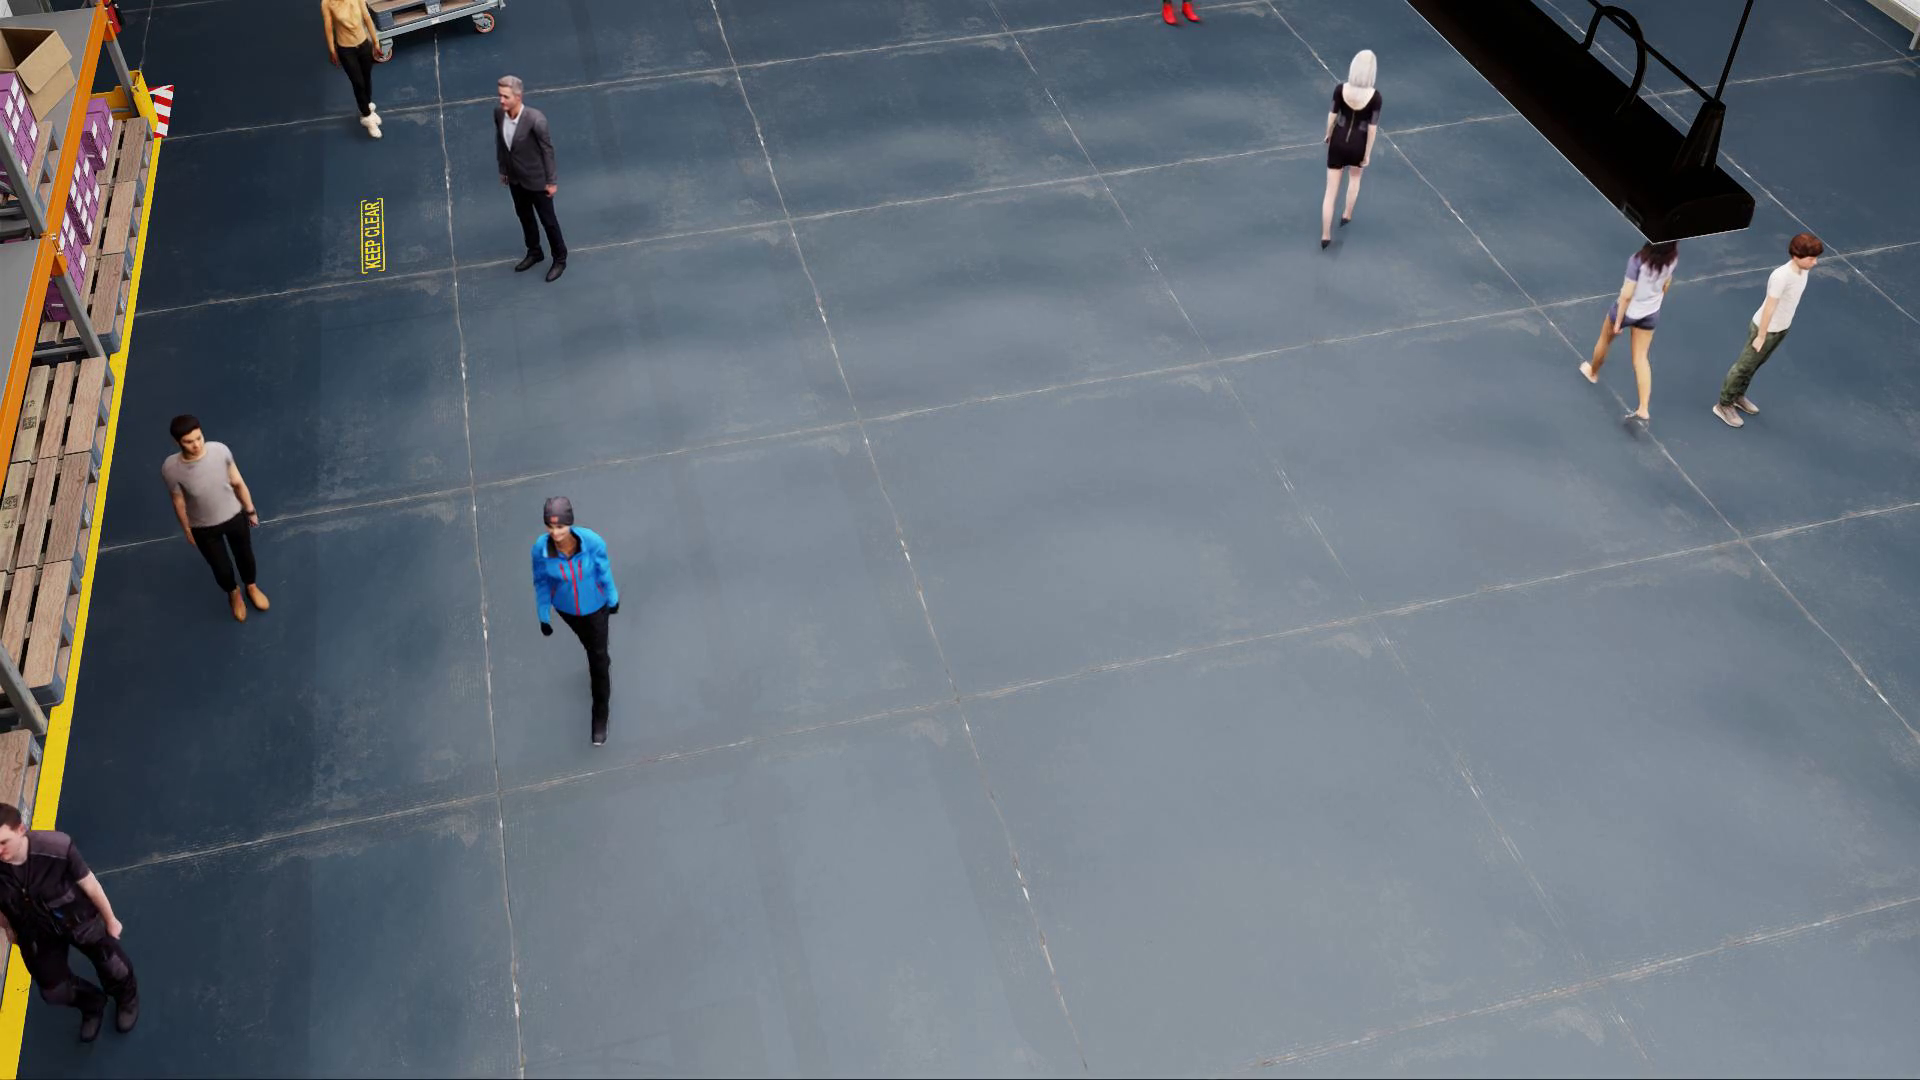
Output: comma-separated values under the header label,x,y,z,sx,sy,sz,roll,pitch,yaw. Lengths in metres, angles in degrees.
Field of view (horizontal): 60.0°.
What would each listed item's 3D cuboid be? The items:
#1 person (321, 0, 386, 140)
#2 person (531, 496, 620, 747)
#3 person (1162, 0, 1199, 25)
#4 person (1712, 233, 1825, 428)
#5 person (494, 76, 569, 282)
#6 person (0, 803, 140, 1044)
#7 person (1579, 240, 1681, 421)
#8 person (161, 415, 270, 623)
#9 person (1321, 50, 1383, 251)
label,x,y,z,sx,sy,sz,roll,pitch,yaw
person,-5.855,-4.745,15.957,0.829,1.644,0.947,-32,52,-29
person,-2.382,0.357,10.517,0.849,1.761,1.145,1,44,1
person,2.377,-6.365,17.542,0.633,1.804,0.515,-11,45,-12
person,6.173,-1.628,12.678,0.655,1.653,0.658,-29,51,-27
person,-3.653,-3.097,14.085,0.812,1.841,0.865,21,47,20
person,-4.748,1.942,8.795,0.730,1.841,0.622,-9,44,-9
person,5.213,-1.679,12.700,0.648,1.697,1.142,-7,44,-7
person,-5.002,-0.201,11.142,0.716,1.708,0.731,-28,50,-26
person,3.324,-3.317,14.340,0.863,1.807,0.974,12,45,13
